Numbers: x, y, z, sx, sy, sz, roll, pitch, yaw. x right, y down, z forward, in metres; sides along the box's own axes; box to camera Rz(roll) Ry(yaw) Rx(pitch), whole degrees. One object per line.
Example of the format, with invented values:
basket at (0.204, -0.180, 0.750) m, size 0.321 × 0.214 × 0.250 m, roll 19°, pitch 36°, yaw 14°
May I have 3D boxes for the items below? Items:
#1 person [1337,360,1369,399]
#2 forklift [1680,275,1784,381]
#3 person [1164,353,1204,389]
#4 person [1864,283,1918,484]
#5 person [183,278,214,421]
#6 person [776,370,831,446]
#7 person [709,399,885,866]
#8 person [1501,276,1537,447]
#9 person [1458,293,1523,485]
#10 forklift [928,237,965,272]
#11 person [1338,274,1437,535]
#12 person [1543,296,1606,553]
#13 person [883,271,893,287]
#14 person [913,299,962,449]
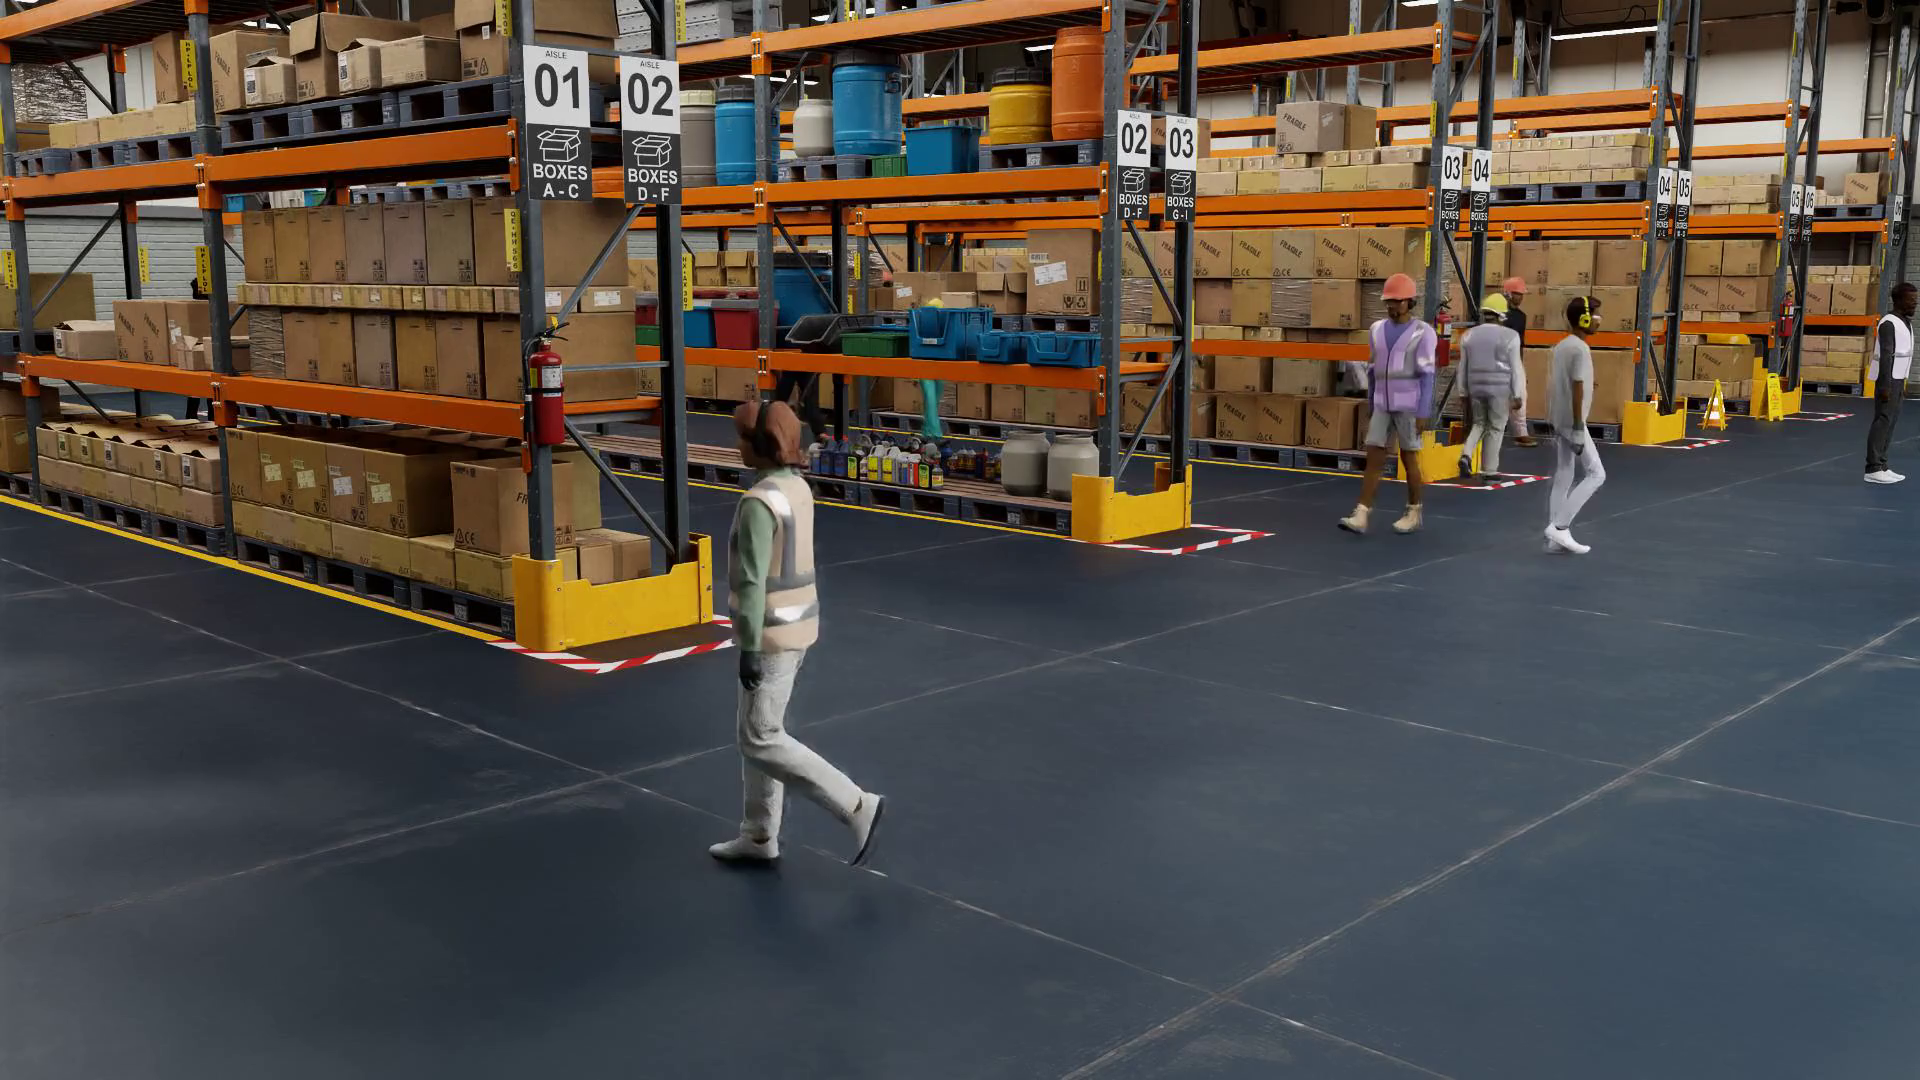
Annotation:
person at (4.701, -2.033, 19.290) m, size 0.562 × 1.885 × 0.973 m, roll -8°, pitch 12°, yaw -40°
forklift at (12.480, -3.427, 27.053) m, size 1.214 × 2.155 × 2.313 m, roll 9°, pitch 13°, yaw 43°
person at (2.904, -2.475, 22.268) m, size 0.621 × 1.801 × 0.821 m, roll -9°, pitch 13°, yaw -44°
person at (8.991, -1.520, 16.079) m, size 0.371 × 1.916 × 0.597 m, roll 8°, pitch 12°, yaw 41°
person at (-8.296, -1.895, 18.253) m, size 0.379 × 1.958 × 0.600 m, roll 7°, pitch 11°, yaw 36°
person at (-1.901, -2.093, 19.344) m, size 0.700 × 2.000 × 1.041 m, roll -7°, pitch 12°, yaw -38°
person at (-0.571, 0.334, 5.603) m, size 0.588 × 1.619 × 0.524 m, roll 2°, pitch 9°, yaw 10°
person at (6.358, -2.097, 19.470) m, size 0.612 × 1.968 × 0.922 m, roll -5°, pitch 11°, yaw -28°
person at (5.038, -1.425, 15.803) m, size 0.457 × 1.818 × 0.596 m, roll -9°, pitch 13°, yaw -43°
forklift at (-0.326, -5.817, 39.609) m, size 1.129 × 2.768 × 1.873 m, roll 9°, pitch 13°, yaw 43°
person at (3.320, -1.029, 12.784) m, size 0.860 × 2.003 × 0.633 m, roll -8°, pitch 12°, yaw -41°
person at (4.438, -0.816, 11.946) m, size 0.386 × 1.855 × 0.562 m, roll 0°, pitch 9°, yaw 0°
person at (-1.149, -3.346, 26.960) m, size 0.624 × 2.022 × 0.694 m, roll -8°, pitch 12°, yaw -39°
person at (-0.271, -1.909, 19.108) m, size 0.531 × 1.709 × 0.935 m, roll -6°, pitch 11°, yaw -31°
